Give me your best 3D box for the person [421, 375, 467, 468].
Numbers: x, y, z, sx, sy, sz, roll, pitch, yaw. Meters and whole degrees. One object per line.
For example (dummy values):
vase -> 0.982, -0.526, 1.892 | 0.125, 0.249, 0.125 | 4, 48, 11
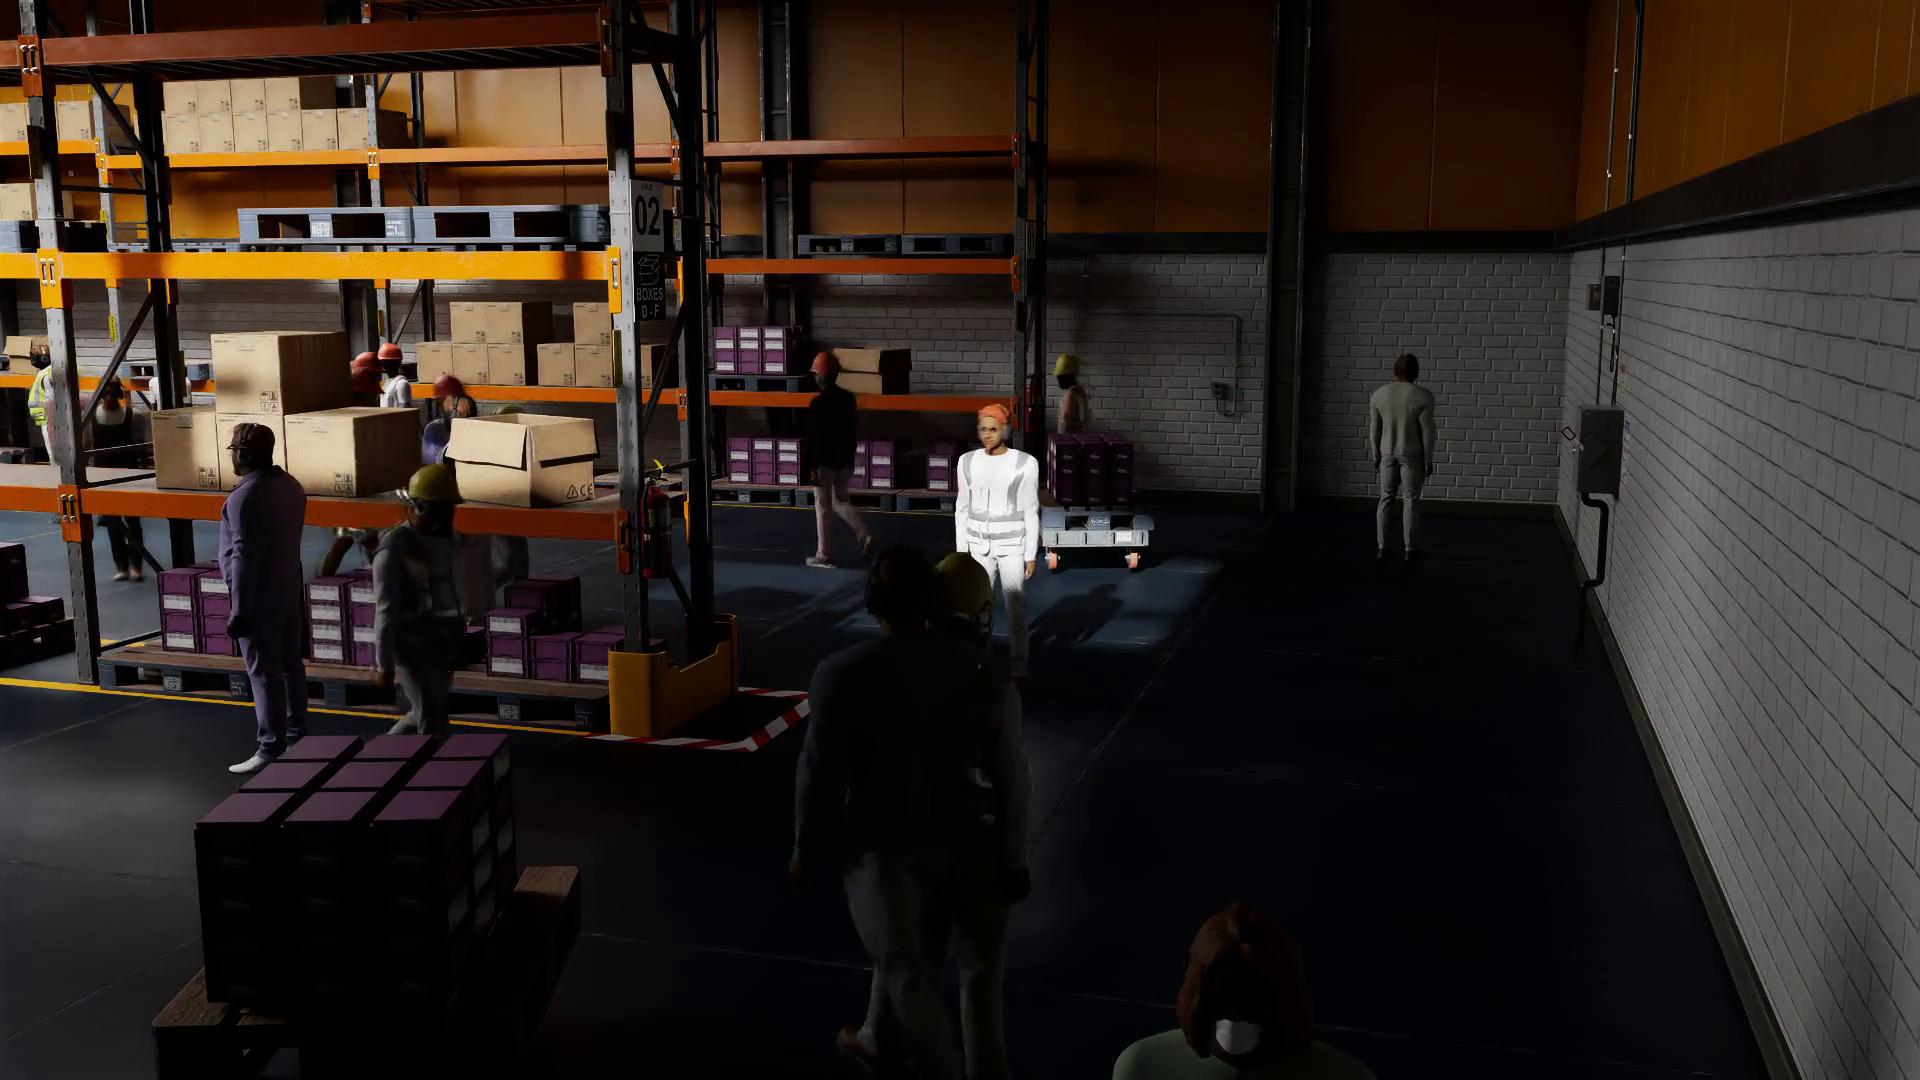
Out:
person -> -4.094, -0.381, 13.359 | 1.009, 1.874, 0.553 | 7, 12, 37

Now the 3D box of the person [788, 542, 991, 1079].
person -> -0.175, 0.951, 5.232 | 0.647, 1.896, 1.011 | -6, 11, -32

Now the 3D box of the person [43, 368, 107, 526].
person -> -9.391, -0.998, 17.607 | 0.865, 1.734, 0.511 | 6, 11, 31

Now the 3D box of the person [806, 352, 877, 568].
person -> -1.113, -0.712, 15.075 | 0.617, 1.980, 0.629 | 7, 12, 36

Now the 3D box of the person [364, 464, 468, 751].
person -> -2.722, 0.508, 8.239 | 0.779, 1.797, 0.627 | 3, 10, 18

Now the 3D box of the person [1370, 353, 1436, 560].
person -> 4.153, -0.776, 15.608 | 0.630, 1.940, 0.370 | 7, 11, 35

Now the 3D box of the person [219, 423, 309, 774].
person -> -3.807, 0.313, 9.064 | 0.408, 1.909, 0.642 | 0, 9, 3

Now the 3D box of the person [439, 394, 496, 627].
person -> -3.553, -0.131, 11.969 | 0.430, 1.845, 0.624 | 0, 9, 1

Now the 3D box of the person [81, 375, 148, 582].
person -> -7.335, -0.525, 14.426 | 0.508, 1.822, 0.588 | -3, 10, -16

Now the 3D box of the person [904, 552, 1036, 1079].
person -> 0.005, 0.948, 5.406 | 0.591, 1.837, 0.403 | 8, 12, 39

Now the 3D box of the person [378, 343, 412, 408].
person -> -6.015, -1.121, 17.708 | 0.360, 1.939, 0.543 | -7, 12, -36

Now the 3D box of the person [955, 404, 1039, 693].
person -> 0.237, 0.064, 10.682 | 0.578, 1.878, 0.345 | 4, 10, 24

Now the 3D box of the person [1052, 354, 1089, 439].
person -> 1.196, -0.955, 16.879 | 0.907, 1.885, 0.580 | 1, 9, 6

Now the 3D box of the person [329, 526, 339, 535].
person -> -6.404, -1.058, 17.014 | 0.694, 2.000, 1.006 | -8, 12, -39

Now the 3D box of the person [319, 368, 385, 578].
person -> -4.700, -0.349, 12.896 | 1.105, 1.980, 0.617 | 3, 10, 15

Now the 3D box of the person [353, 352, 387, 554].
person -> -5.657, -0.837, 15.980 | 0.372, 1.934, 0.551 | -3, 10, -18

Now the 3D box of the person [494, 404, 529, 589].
person -> -3.469, -0.166, 12.529 | 0.557, 1.721, 0.507 | -2, 9, -10

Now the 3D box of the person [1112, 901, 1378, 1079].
person -> 0.508, 1.441, 3.041 | 0.501, 1.629, 0.273 | 2, 10, 14

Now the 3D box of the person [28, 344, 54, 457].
person -> -10.813, -1.404, 19.765 | 0.429, 1.837, 0.624 | -5, 11, -29

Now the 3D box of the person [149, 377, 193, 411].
person -> -8.563, -1.165, 18.183 | 0.514, 1.872, 0.328 | 1, 9, 5
